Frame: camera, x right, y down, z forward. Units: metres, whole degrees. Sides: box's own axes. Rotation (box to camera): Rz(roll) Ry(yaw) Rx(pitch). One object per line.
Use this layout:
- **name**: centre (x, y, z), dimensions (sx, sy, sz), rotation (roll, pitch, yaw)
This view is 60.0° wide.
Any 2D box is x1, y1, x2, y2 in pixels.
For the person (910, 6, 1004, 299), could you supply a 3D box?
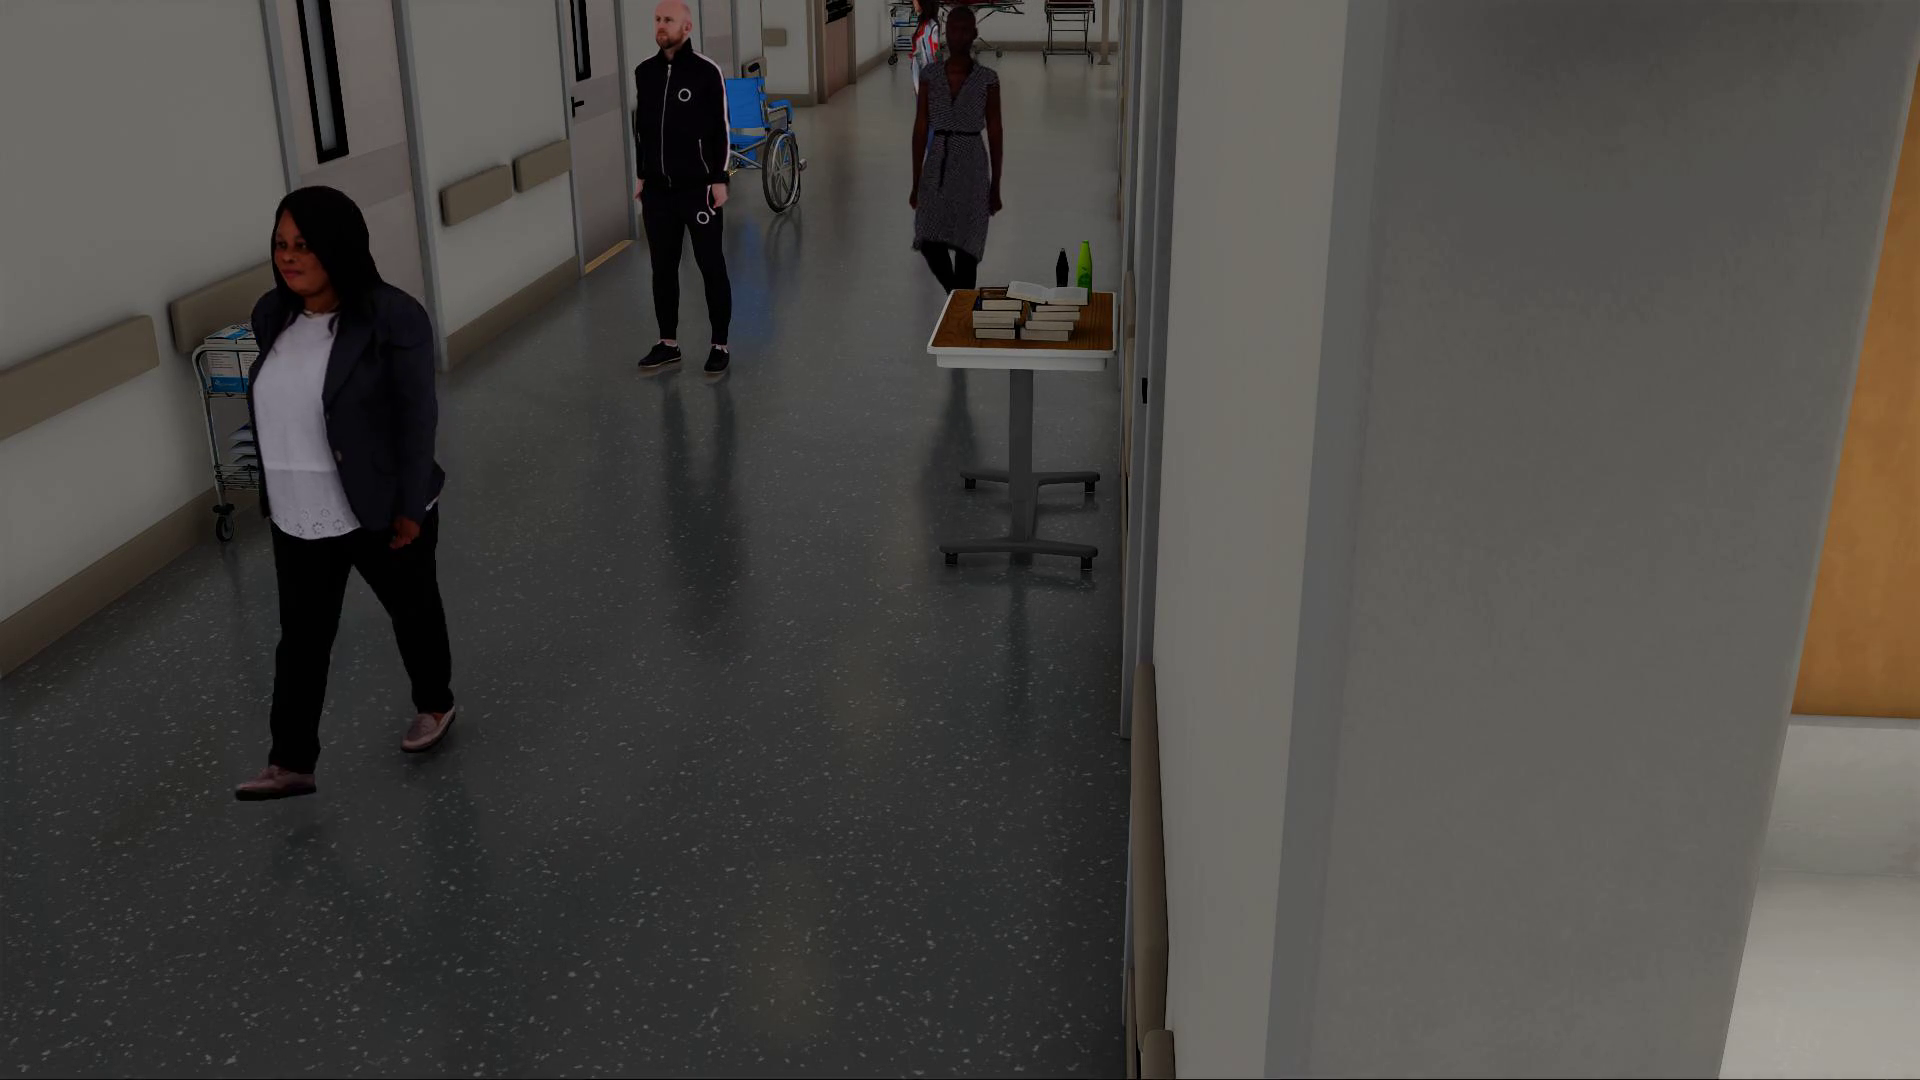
- **person**: centre (-0.002, -1.813, 8.559), dimensions (0.666, 1.779, 0.800), rotation (4, 21, 9)

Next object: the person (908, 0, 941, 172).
- **person**: centre (-0.289, -4.051, 14.704), dimensions (0.684, 1.612, 0.493), rotation (-1, 21, -4)

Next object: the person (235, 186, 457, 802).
- **person**: centre (-1.556, -0.125, 4.406), dimensions (0.710, 1.564, 0.997), rotation (3, 21, 9)

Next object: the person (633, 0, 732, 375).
- **person**: centre (-1.387, -1.768, 8.358), dimensions (0.719, 1.837, 0.656), rotation (7, 22, 17)
